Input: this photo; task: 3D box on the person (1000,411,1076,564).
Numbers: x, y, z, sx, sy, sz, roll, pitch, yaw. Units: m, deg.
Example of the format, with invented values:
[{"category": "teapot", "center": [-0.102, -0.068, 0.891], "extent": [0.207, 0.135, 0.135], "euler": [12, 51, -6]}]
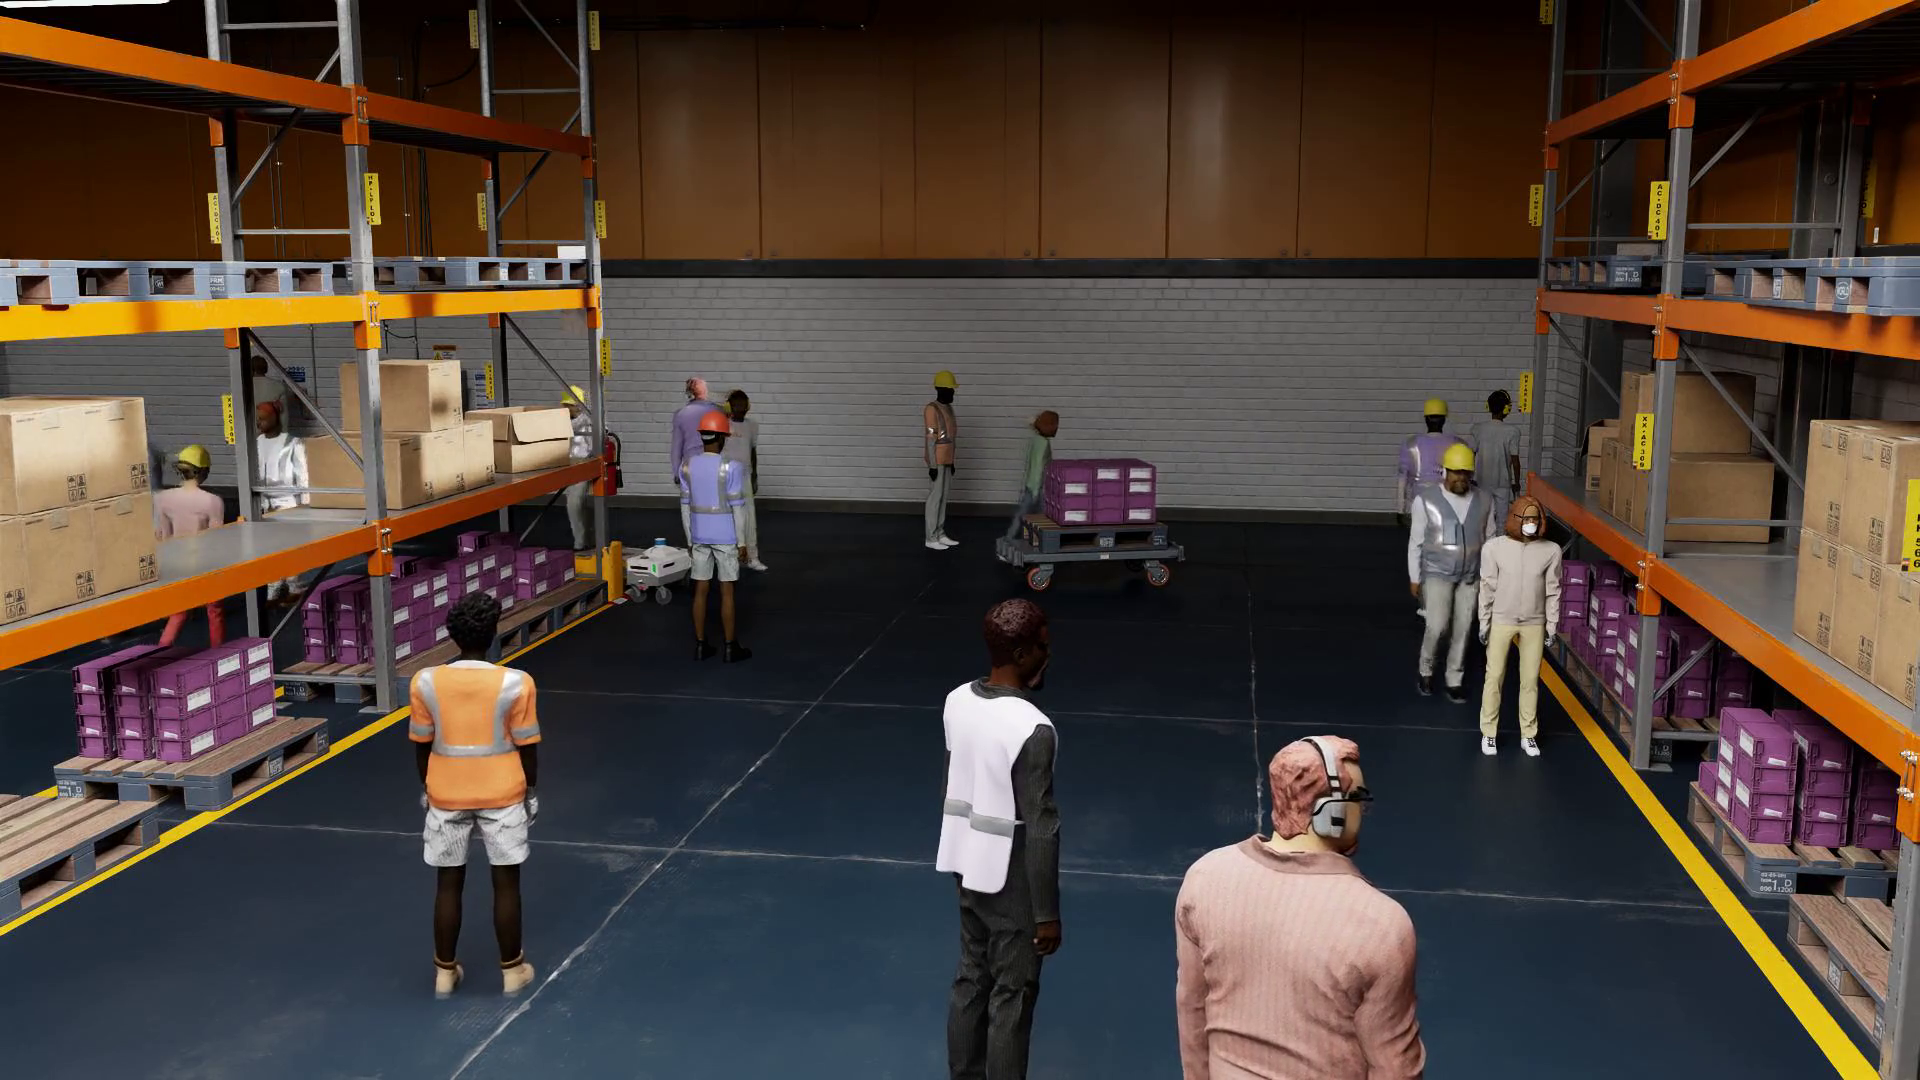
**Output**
[{"category": "person", "center": [0.821, -0.526, 16.903], "extent": [0.889, 1.576, 0.567], "euler": [-1, 9, -7]}]

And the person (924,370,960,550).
[{"category": "person", "center": [-0.183, -0.864, 17.928], "extent": [0.382, 1.924, 0.594], "euler": [3, 10, 20]}]

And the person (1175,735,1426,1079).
[{"category": "person", "center": [0.828, 1.403, 4.018], "extent": [0.399, 1.905, 0.642], "euler": [-9, 13, -44]}]

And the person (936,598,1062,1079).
[{"category": "person", "center": [0.133, 1.141, 5.585], "extent": [0.379, 1.917, 0.591], "euler": [-5, 11, -30]}]

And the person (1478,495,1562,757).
[{"category": "person", "center": [3.443, 0.529, 10.263], "extent": [0.496, 1.629, 0.277], "euler": [1, 9, 5]}]

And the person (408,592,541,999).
[{"category": "person", "center": [-1.980, 1.054, 6.832], "extent": [0.542, 1.693, 0.319], "euler": [0, 9, -2]}]

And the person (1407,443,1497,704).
[{"category": "person", "center": [3.421, 0.230, 11.514], "extent": [0.607, 1.814, 0.421], "euler": [-1, 9, -5]}]

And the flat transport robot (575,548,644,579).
[{"category": "flat transport robot", "center": [-3.215, 0.238, 16.222], "extent": [1.431, 0.197, 0.652], "euler": [6, 11, 32]}]

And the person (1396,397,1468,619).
[{"category": "person", "center": [4.106, -0.289, 14.506], "extent": [0.595, 1.886, 0.788], "euler": [1, 9, 7]}]

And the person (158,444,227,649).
[{"category": "person", "center": [-5.540, 0.184, 11.998], "extent": [0.524, 1.744, 0.723], "euler": [1, 9, 4]}]

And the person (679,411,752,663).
[{"category": "person", "center": [-1.864, -0.022, 12.722], "extent": [0.543, 1.932, 0.365], "euler": [4, 10, 21]}]

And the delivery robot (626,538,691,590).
[{"category": "delivery robot", "center": [-2.723, 0.226, 15.135], "extent": [0.477, 0.478, 0.707], "euler": [4, 10, 23]}]

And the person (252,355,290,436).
[{"category": "person", "center": [-8.718, -1.337, 20.809], "extent": [0.636, 1.939, 0.364], "euler": [-5, 11, -30]}]

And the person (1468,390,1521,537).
[{"category": "person", "center": [5.080, -0.494, 15.820], "extent": [0.538, 1.869, 0.313], "euler": [7, 12, 38]}]

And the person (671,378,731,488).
[{"category": "person", "center": [-2.651, -0.731, 17.215], "extent": [0.695, 1.890, 0.422], "euler": [-3, 10, -18]}]

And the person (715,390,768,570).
[{"category": "person", "center": [-2.296, -0.623, 16.823], "extent": [0.555, 1.819, 0.893], "euler": [-6, 11, -31]}]

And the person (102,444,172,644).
[{"category": "person", "center": [-6.743, -0.151, 13.586], "extent": [0.634, 1.915, 0.787], "euler": [2, 9, 10]}]

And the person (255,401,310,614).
[{"category": "person", "center": [-6.059, -0.277, 14.550], "extent": [0.608, 1.845, 0.905], "euler": [4, 10, 21]}]

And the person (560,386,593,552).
[{"category": "person", "center": [-4.023, -0.680, 17.142], "extent": [0.653, 1.812, 0.531], "euler": [8, 12, 40]}]
